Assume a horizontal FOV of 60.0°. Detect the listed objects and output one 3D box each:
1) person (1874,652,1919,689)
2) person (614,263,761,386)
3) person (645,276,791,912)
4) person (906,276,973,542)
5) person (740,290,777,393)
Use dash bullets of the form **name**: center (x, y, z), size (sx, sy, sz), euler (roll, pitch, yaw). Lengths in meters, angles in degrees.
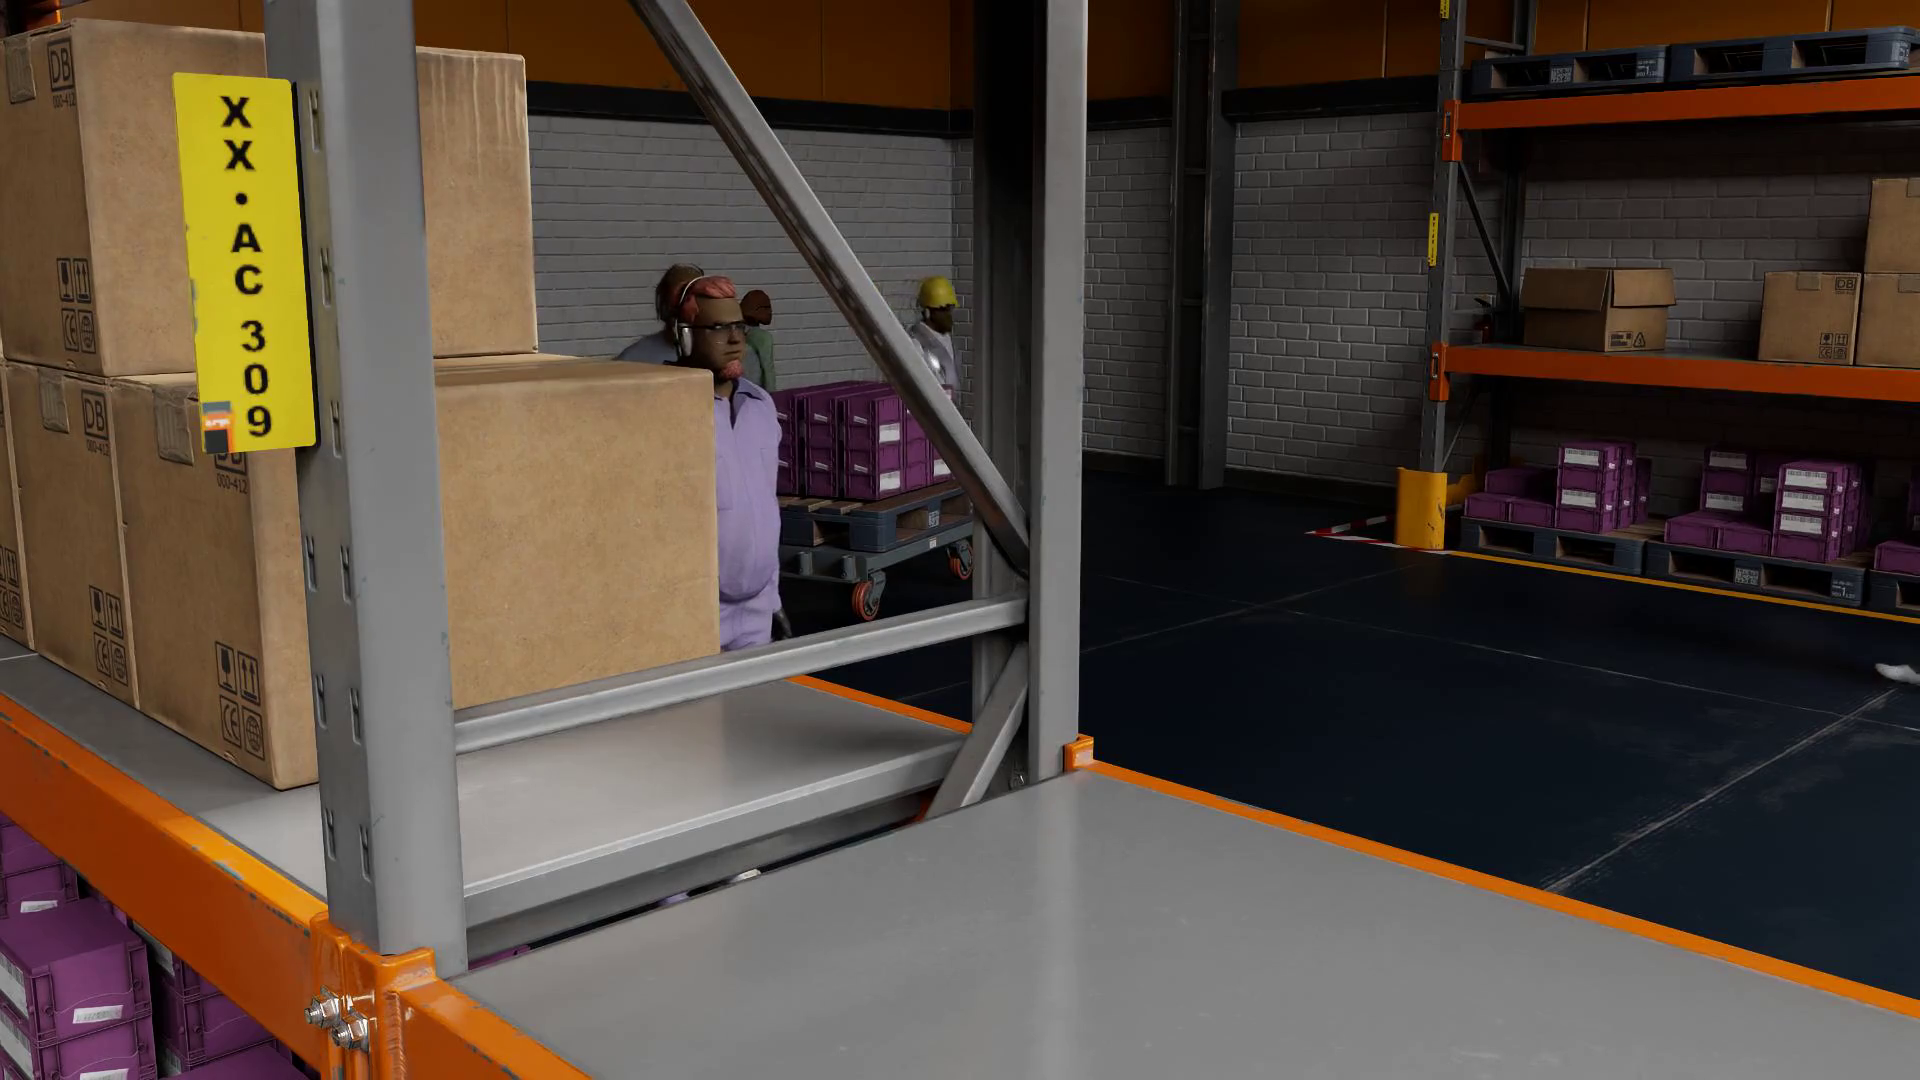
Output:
- **person**: center (4.340, -0.210, 7.131), size (0.648, 1.891, 0.596), euler (8, 13, 36)
- **person**: center (-1.108, -0.152, 6.705), size (0.644, 1.919, 0.615), euler (-5, 12, -26)
- **person**: center (-0.712, 0.200, 4.817), size (0.400, 1.910, 0.643), euler (7, 13, 34)
- **person**: center (-0.179, -0.759, 10.424), size (0.904, 1.774, 0.620), euler (5, 12, 25)
- **person**: center (-1.498, -1.006, 12.159), size (0.275, 1.629, 0.505), euler (-8, 13, -38)
